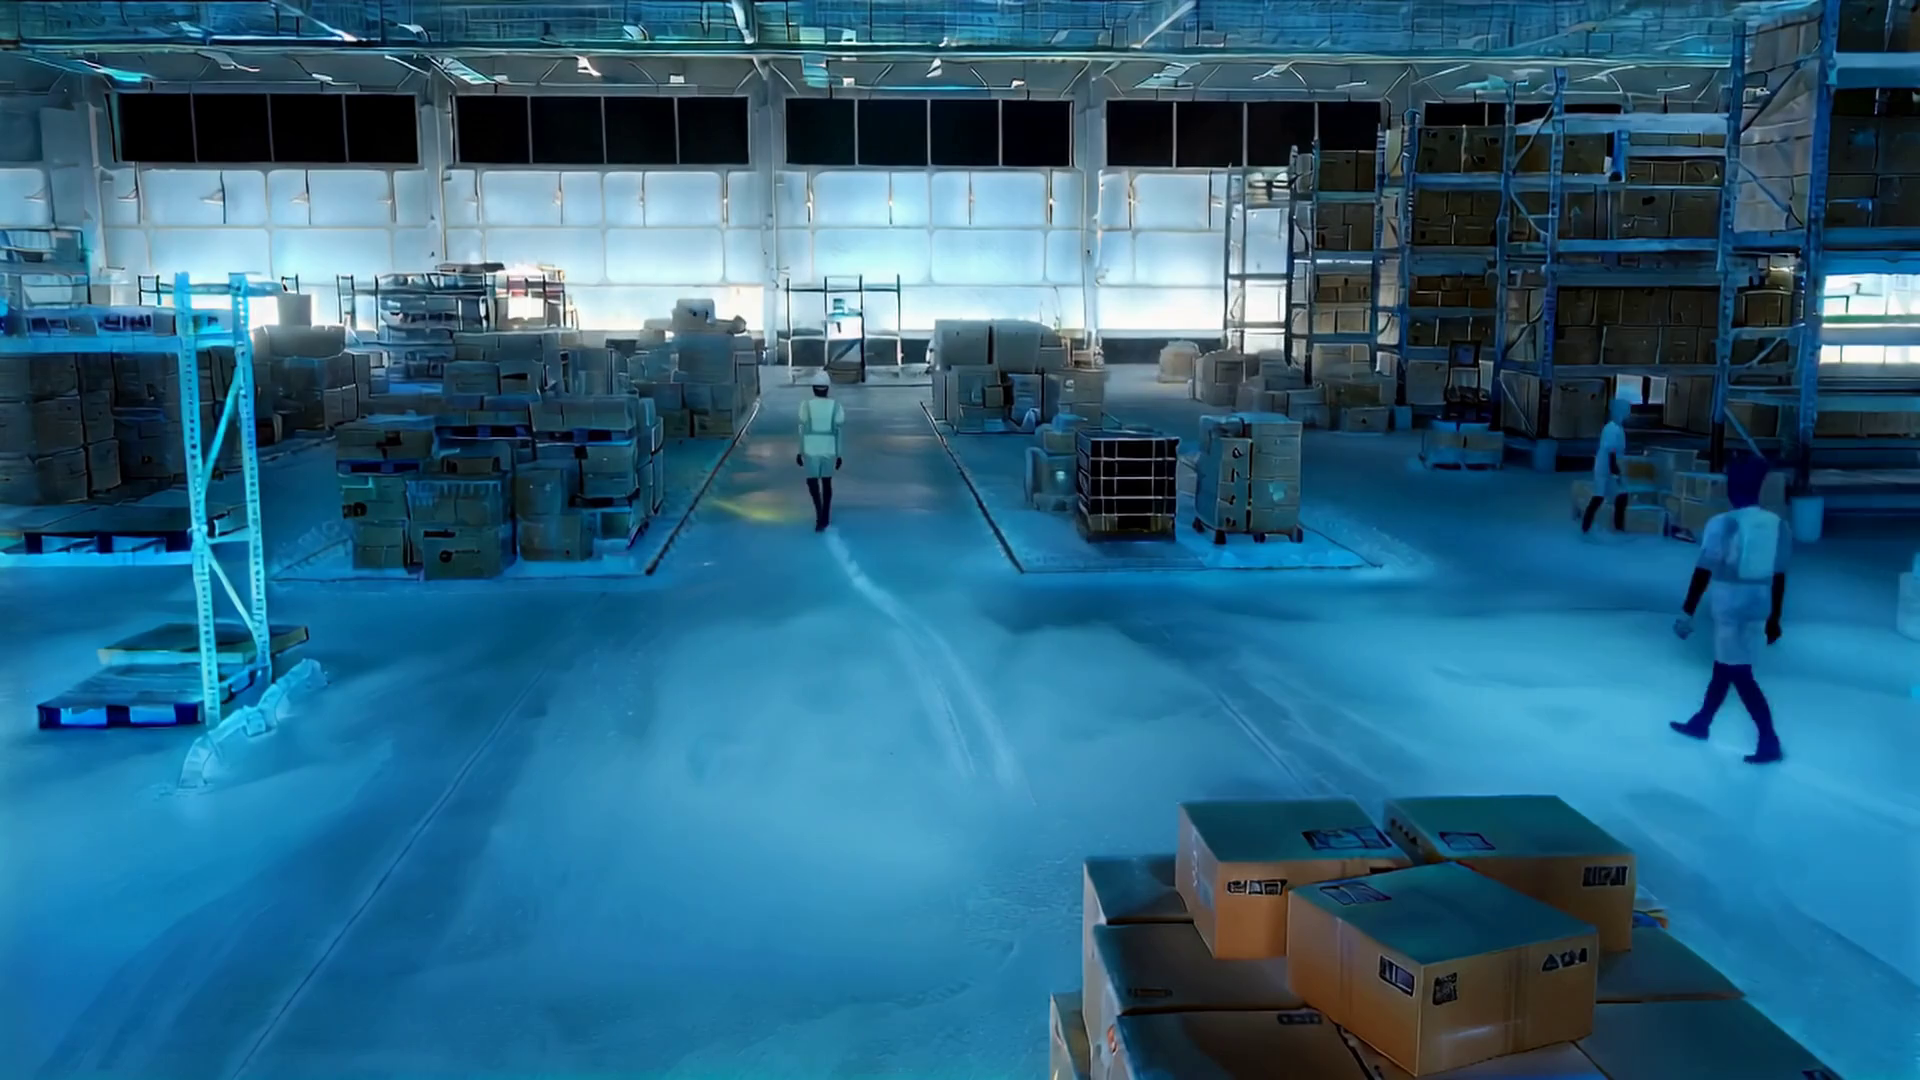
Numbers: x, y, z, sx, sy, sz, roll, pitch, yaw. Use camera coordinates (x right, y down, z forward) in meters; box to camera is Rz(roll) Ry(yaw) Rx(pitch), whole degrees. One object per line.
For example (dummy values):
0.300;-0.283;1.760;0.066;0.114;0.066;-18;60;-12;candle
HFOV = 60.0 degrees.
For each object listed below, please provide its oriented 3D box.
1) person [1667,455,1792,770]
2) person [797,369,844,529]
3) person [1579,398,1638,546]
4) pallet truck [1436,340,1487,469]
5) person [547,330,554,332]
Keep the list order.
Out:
4.849;0.433;10.345;0.623;1.925;0.995;-4;10;-25;person
-1.646;-1.070;19.790;0.549;1.913;0.778;-2;9;-13;person
7.285;-0.748;18.494;0.718;1.662;0.567;6;11;33;person
8.004;-2.170;26.422;0.823;1.965;1.885;2;9;14;pallet truck
-8.598;-3.463;34.891;0.616;1.890;0.780;0;9;2;person
